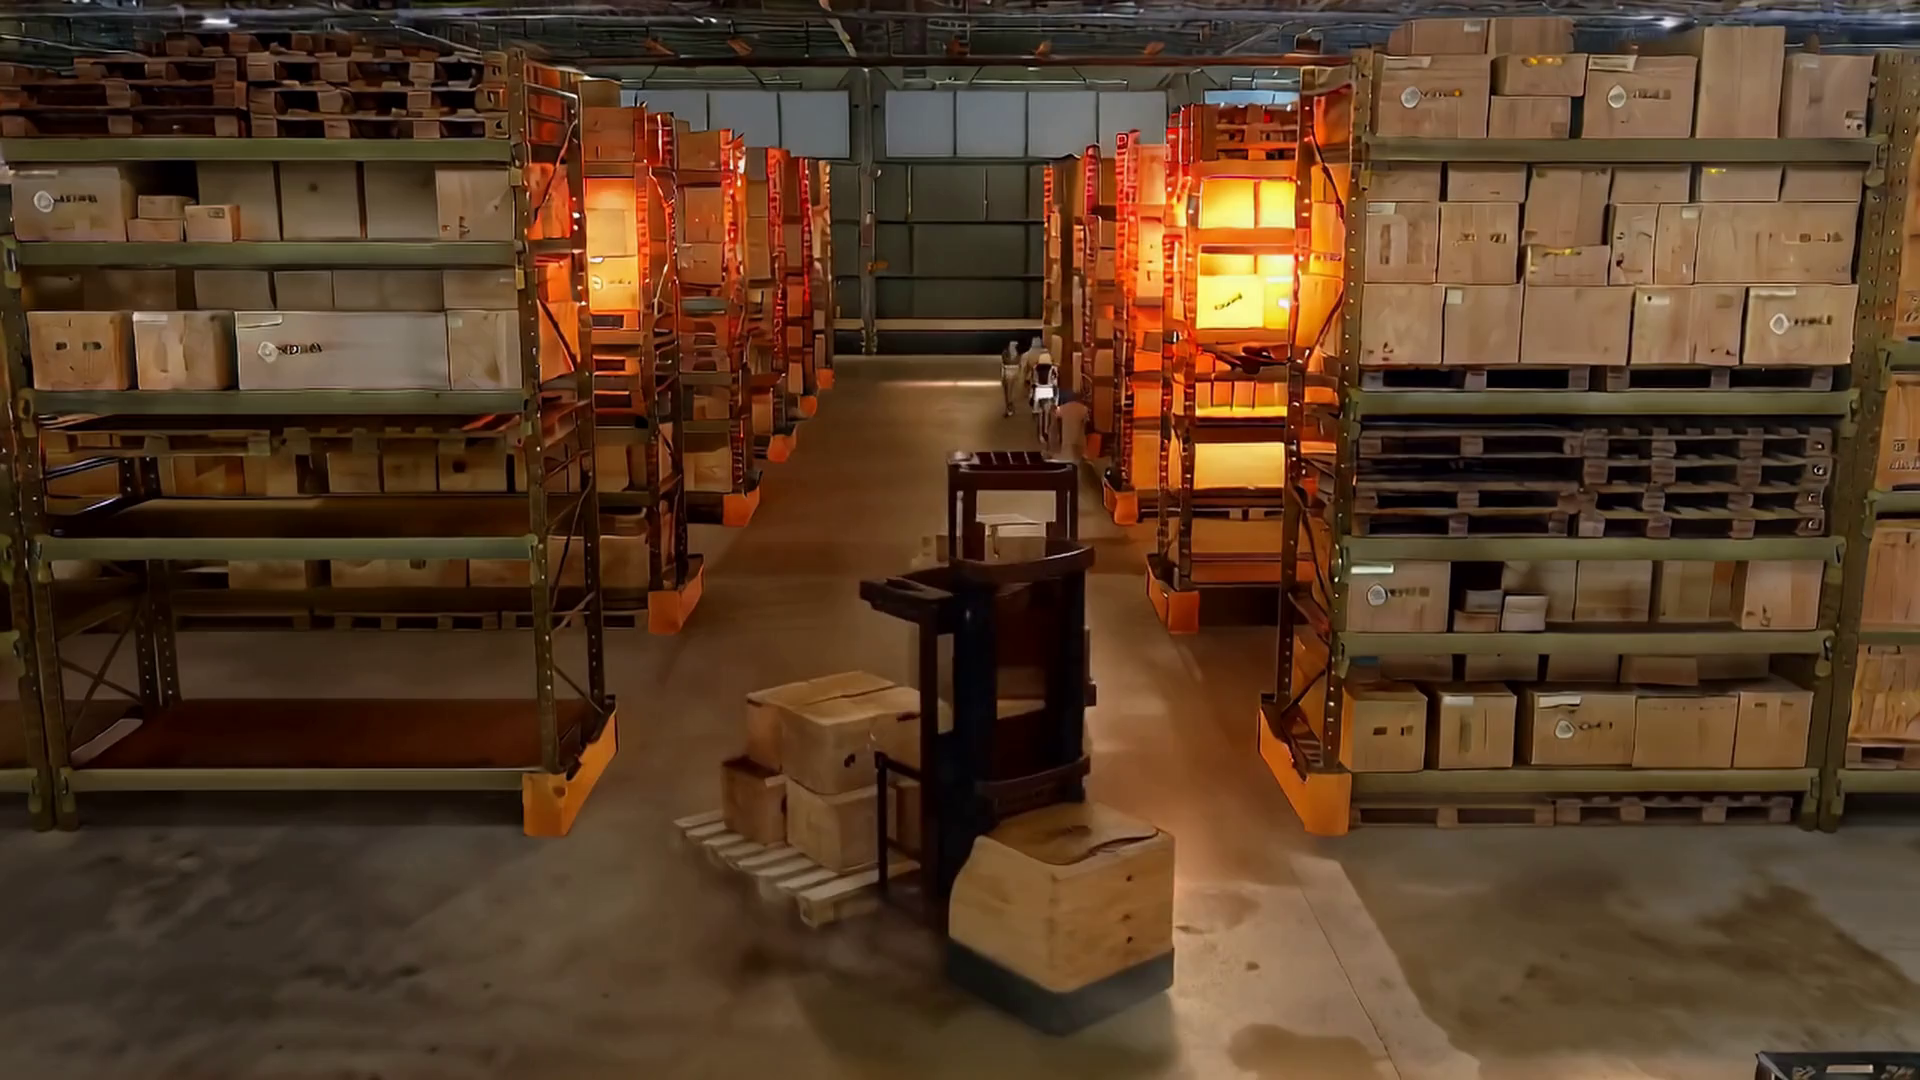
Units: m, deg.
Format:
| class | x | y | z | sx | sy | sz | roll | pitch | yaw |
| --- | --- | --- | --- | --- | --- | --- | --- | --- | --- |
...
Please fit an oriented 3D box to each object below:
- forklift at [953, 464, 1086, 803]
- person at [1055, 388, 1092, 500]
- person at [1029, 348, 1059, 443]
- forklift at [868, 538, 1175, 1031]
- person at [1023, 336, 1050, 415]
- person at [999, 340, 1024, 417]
| class | x | y | z | sx | sy | sz | roll | pitch | yaw |
| --- | --- | --- | --- | --- | --- | --- | --- | --- | --- |
| forklift | 0.457 | 0.757 | 13.950 | 1.129 | 2.768 | 1.873 | 0 | 11 | -2 |
| person | 1.915 | -1.648 | 28.366 | 0.626 | 1.894 | 1.053 | 4 | 12 | 19 |
| person | 1.734 | -2.993 | 34.682 | 0.631 | 2.019 | 0.735 | 3 | 12 | 13 |
| forklift | 0.402 | 1.420 | 10.662 | 1.129 | 2.768 | 1.873 | -9 | 15 | -38 |
| person | 1.836 | -3.895 | 39.501 | 0.647 | 1.879 | 0.832 | -1 | 11 | -6 |
| person | 1.200 | -3.832 | 39.351 | 0.594 | 1.813 | 0.684 | -2 | 12 | -9 |
